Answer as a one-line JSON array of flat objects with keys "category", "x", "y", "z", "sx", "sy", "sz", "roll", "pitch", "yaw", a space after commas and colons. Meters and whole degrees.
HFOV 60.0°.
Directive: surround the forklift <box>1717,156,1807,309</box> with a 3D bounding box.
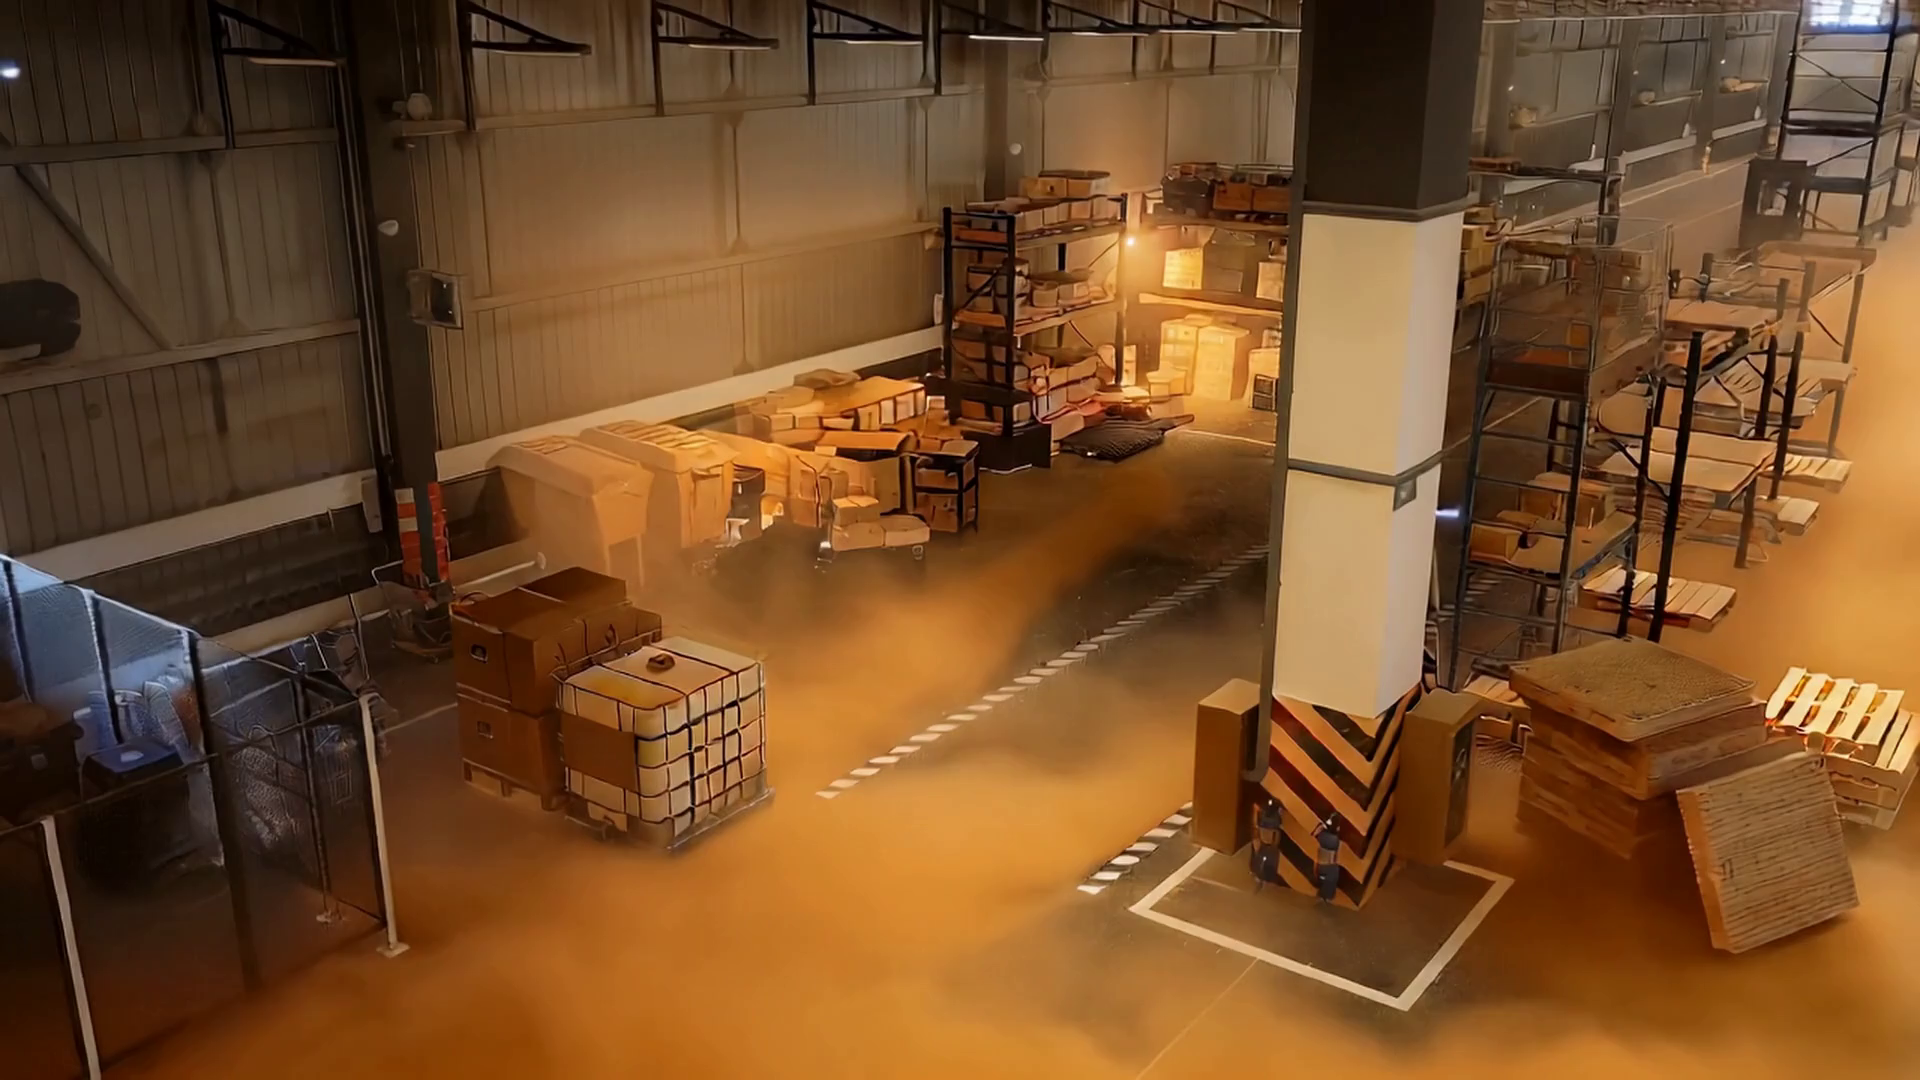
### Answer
[{"category": "forklift", "x": 15.170, "y": -5.767, "z": 31.271, "sx": 1.129, "sy": 2.768, "sz": 1.873, "roll": 13, "pitch": 22, "yaw": 34}]
